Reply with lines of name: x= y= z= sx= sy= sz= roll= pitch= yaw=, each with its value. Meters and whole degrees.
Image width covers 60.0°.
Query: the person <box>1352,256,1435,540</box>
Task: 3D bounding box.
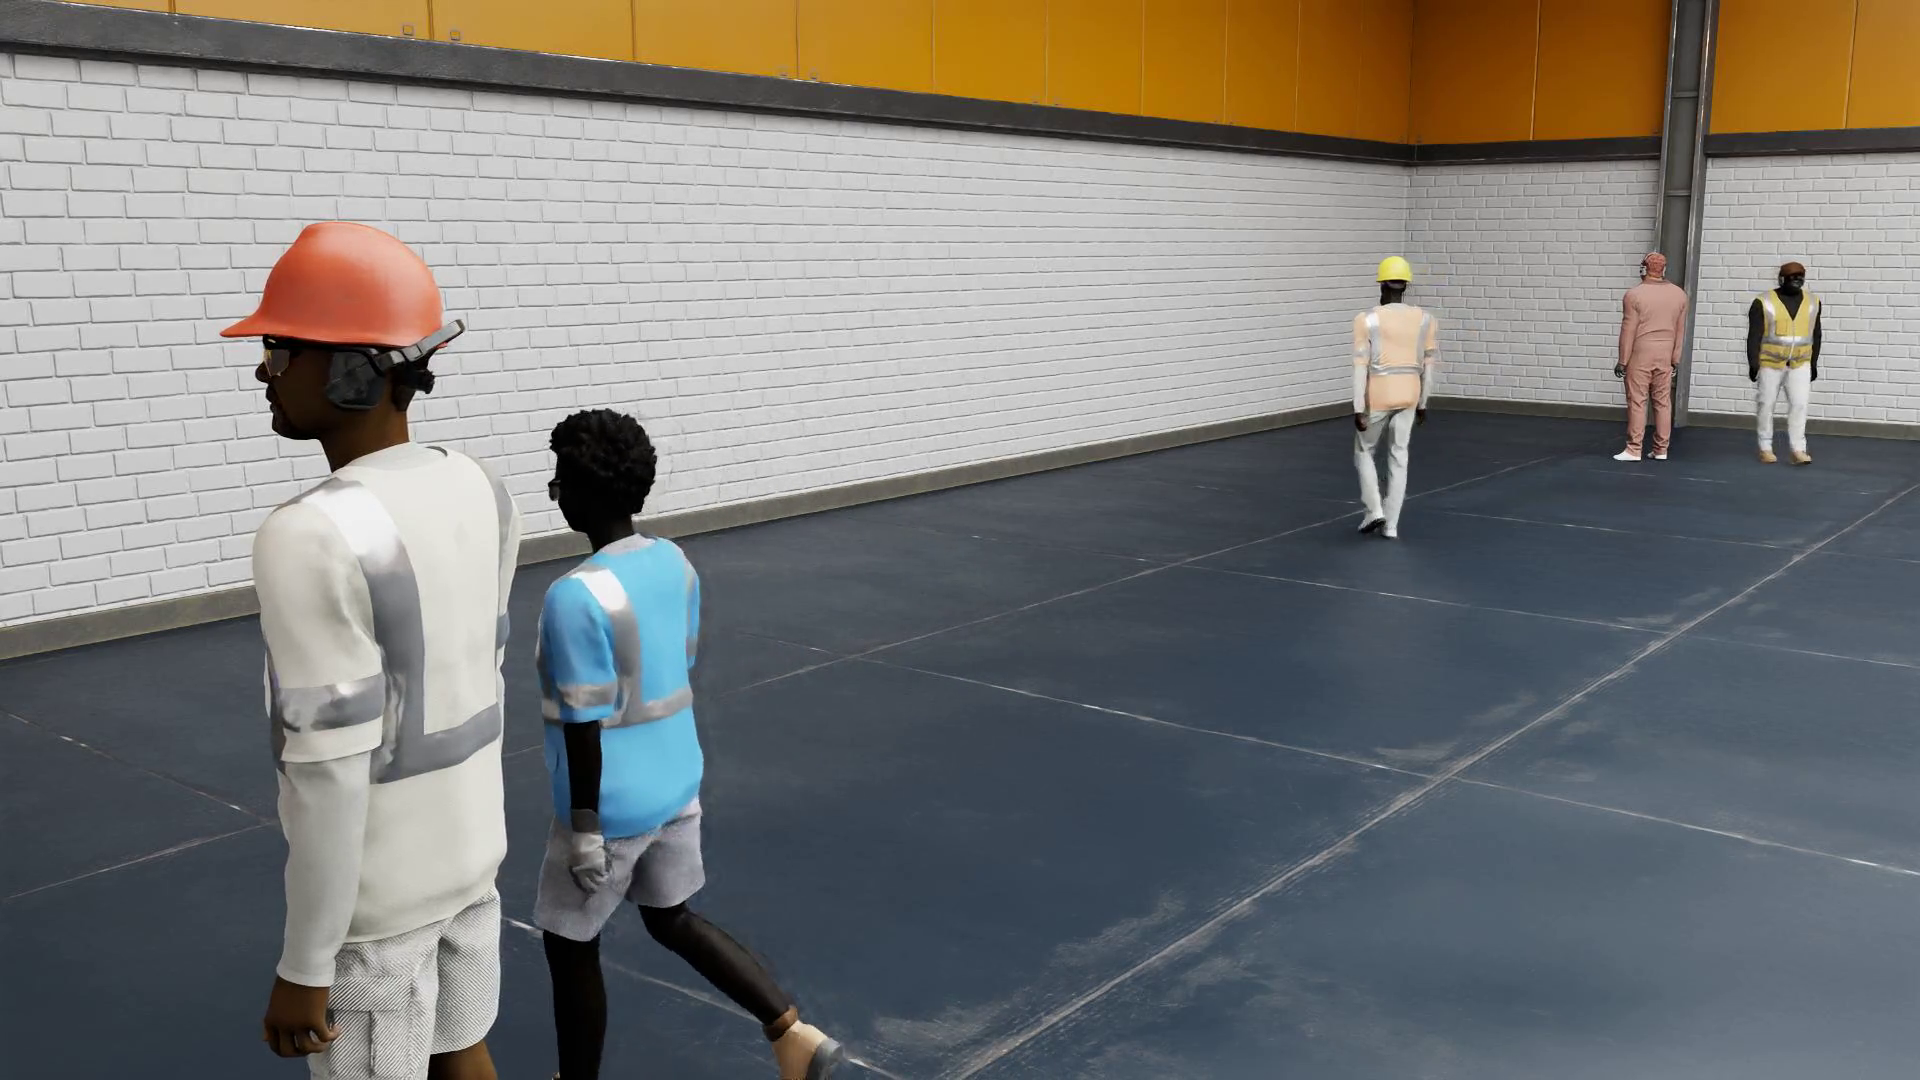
person: x=2.910 y=-0.956 z=11.284 sx=0.599 sy=1.908 sz=0.438 roll=-1 pitch=10 yaw=-5

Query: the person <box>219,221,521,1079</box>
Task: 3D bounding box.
person: x=-0.921 y=0.529 z=2.676 sx=0.356 sy=2.047 sz=0.615 roll=2 pitch=10 yaw=10

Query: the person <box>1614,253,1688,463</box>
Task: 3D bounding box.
person: x=6.279 y=-1.661 z=15.209 sx=0.650 sy=1.906 sz=0.401 roll=-2 pitch=11 yaw=-13

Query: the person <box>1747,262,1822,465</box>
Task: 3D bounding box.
person: x=7.426 y=-1.566 z=14.920 sx=0.654 sy=1.816 sz=0.810 roll=2 pitch=10 yaw=9

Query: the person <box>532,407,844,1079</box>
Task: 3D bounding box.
person: x=-0.658 y=0.550 z=3.611 sx=0.721 sy=1.677 sz=0.538 roll=3 pitch=11 yaw=17
